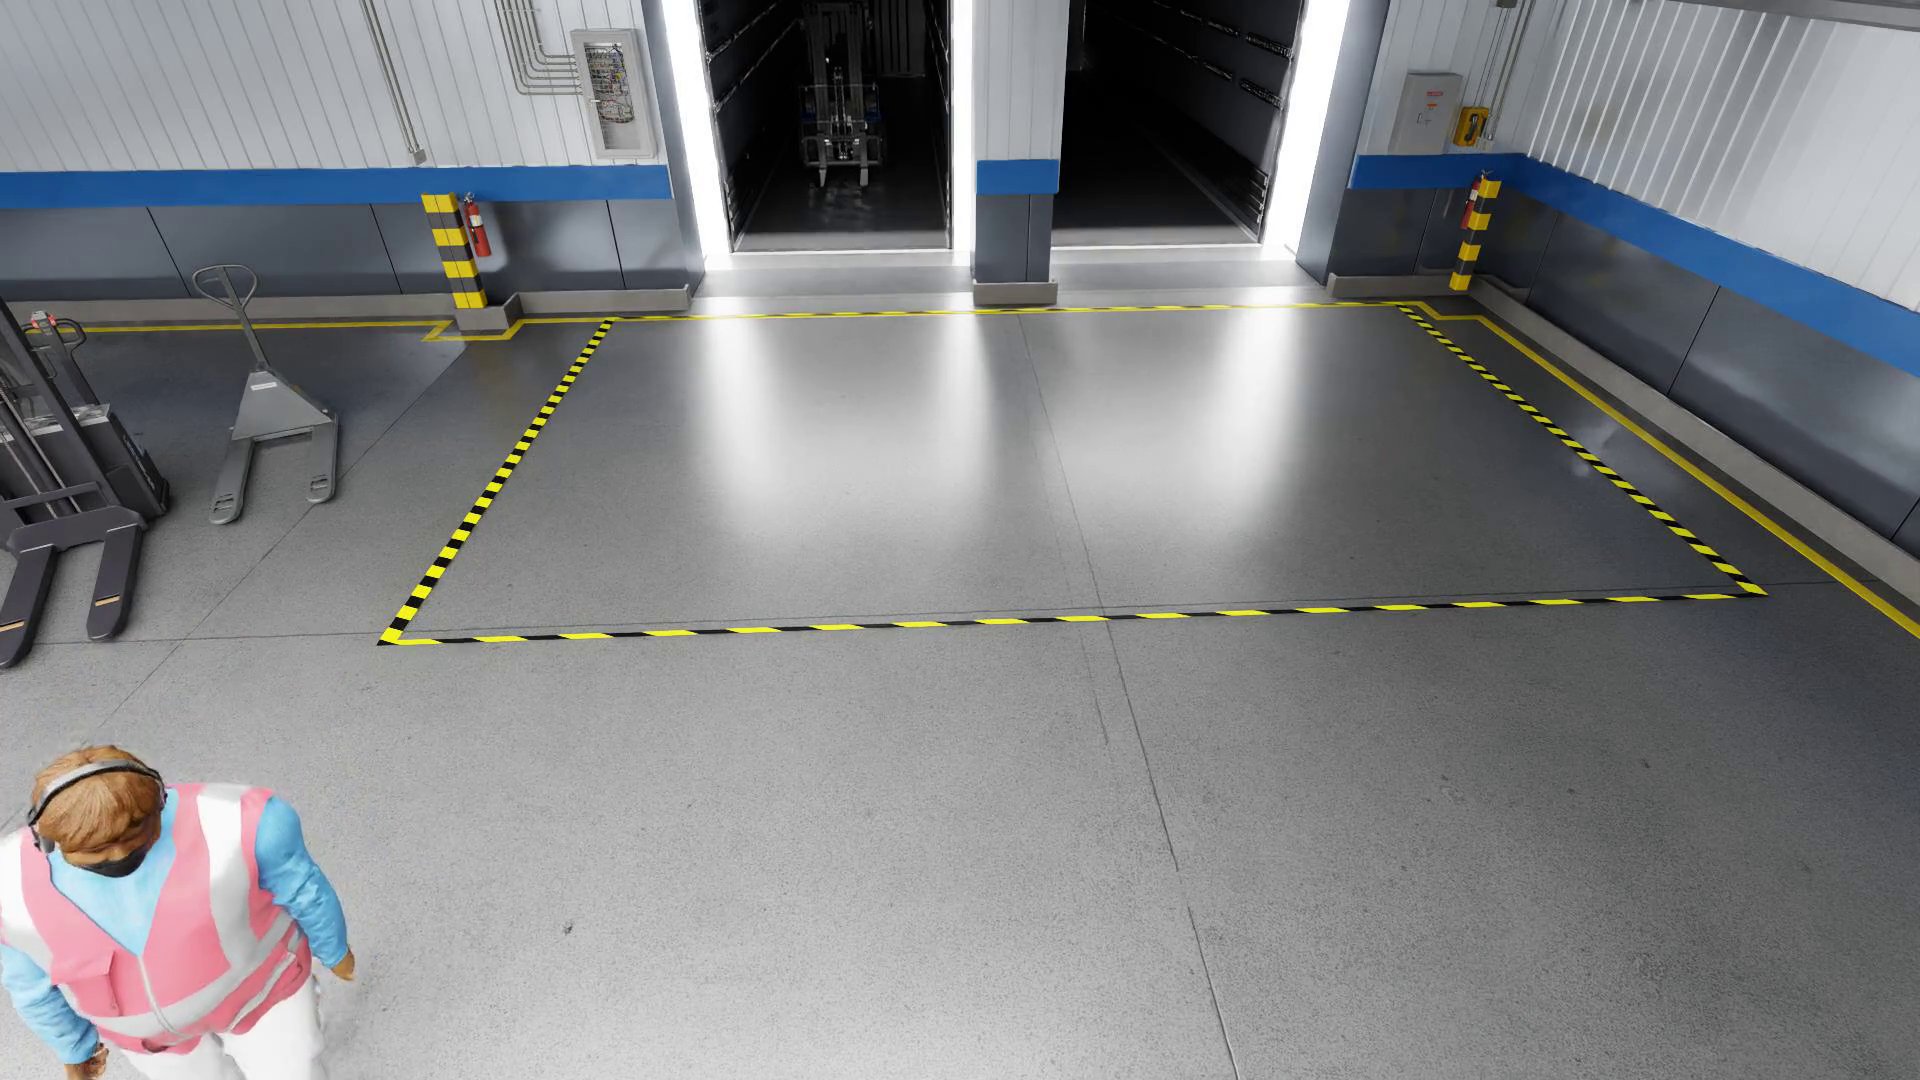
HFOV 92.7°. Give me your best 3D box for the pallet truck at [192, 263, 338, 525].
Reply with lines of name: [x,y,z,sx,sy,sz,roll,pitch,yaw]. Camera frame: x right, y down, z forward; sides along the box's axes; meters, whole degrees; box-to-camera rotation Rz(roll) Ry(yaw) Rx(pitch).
pallet truck: [-4.778,-1.027,6.128,0.680,1.201,1.601,-17,38,-23]

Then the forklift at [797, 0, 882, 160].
forklift: [-1.769,-6.918,13.618,1.157,2.036,2.680,-3,35,-4]

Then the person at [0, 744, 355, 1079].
person: [-2.010,1.155,2.500,0.675,1.798,0.789,-14,37,-19]

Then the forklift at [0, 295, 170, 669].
forklift: [-5.212,-0.618,4.878,0.823,1.965,1.885,-20,39,-26]
